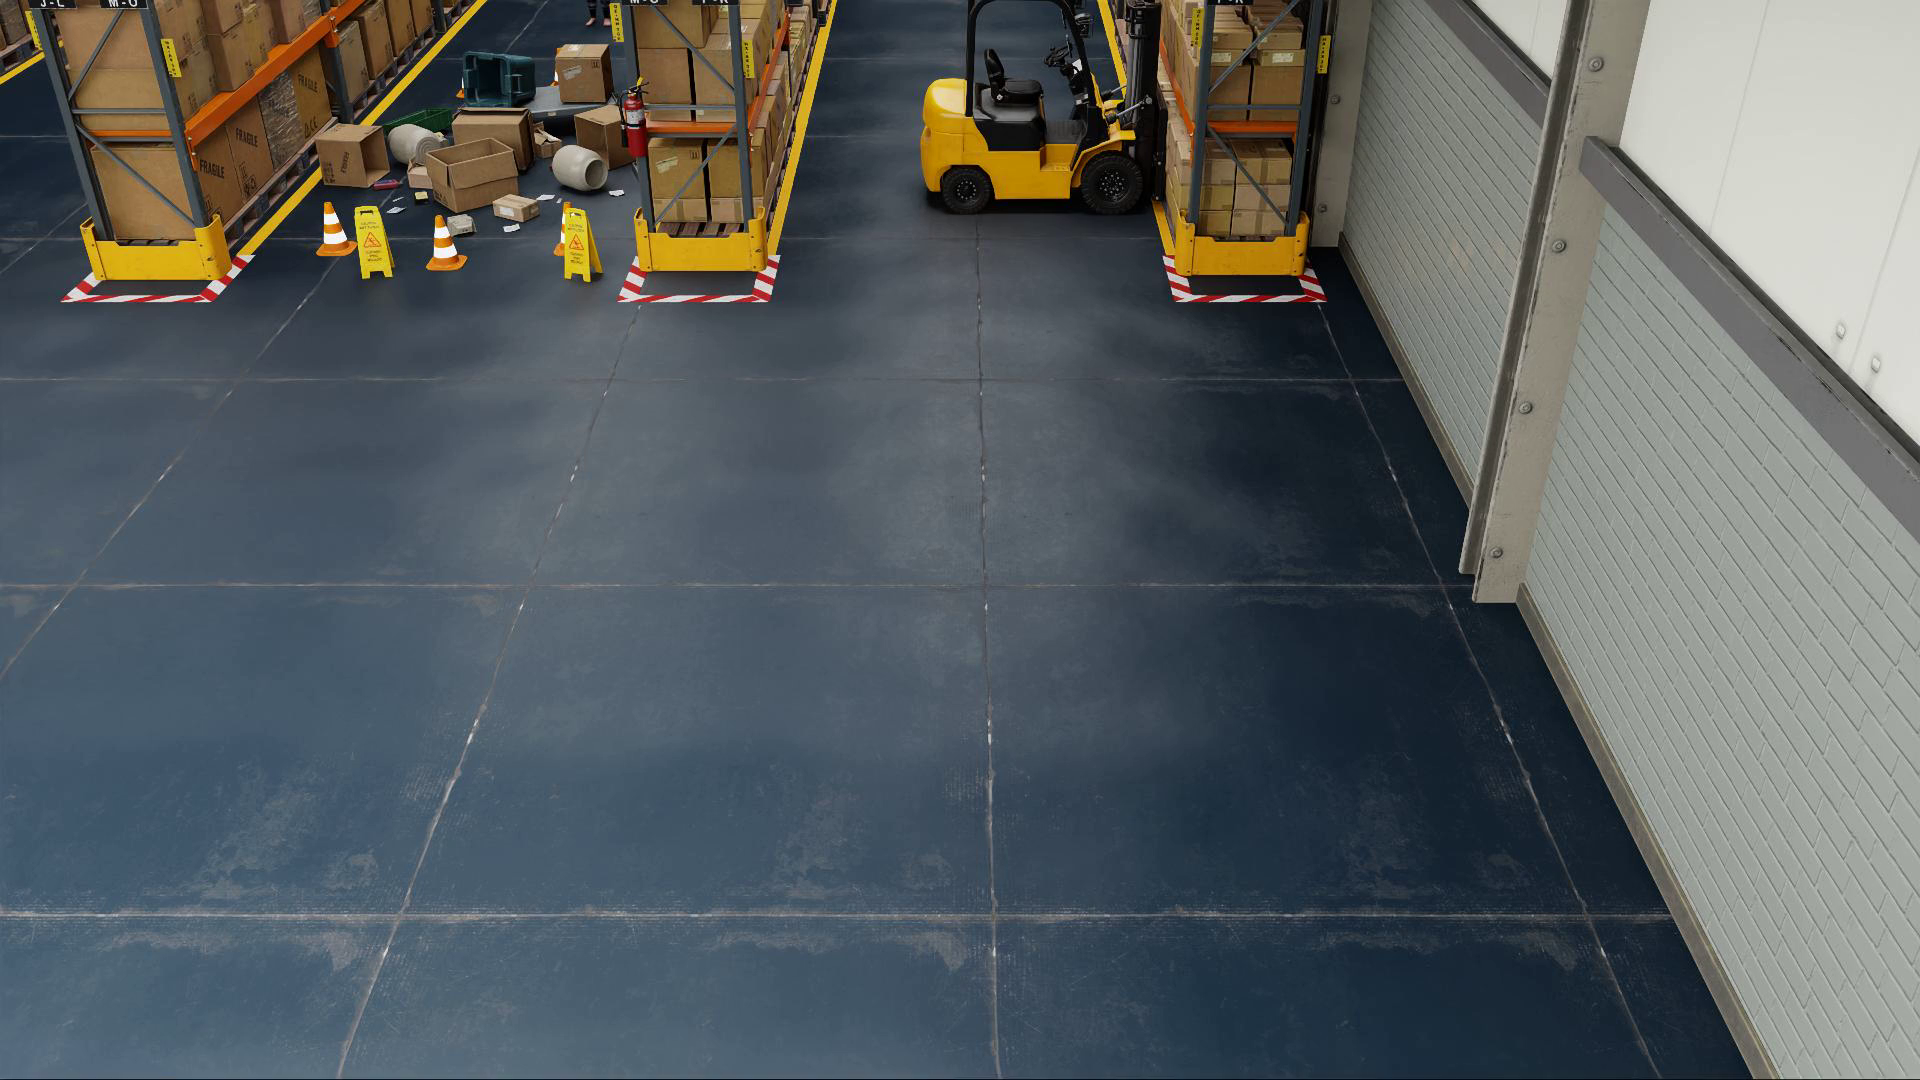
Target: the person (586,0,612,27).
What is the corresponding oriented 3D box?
[{"bbox_3d":[-4.841,-7.707,21.999,0.613,1.732,0.521,2,32,3],"label":"person"}]
